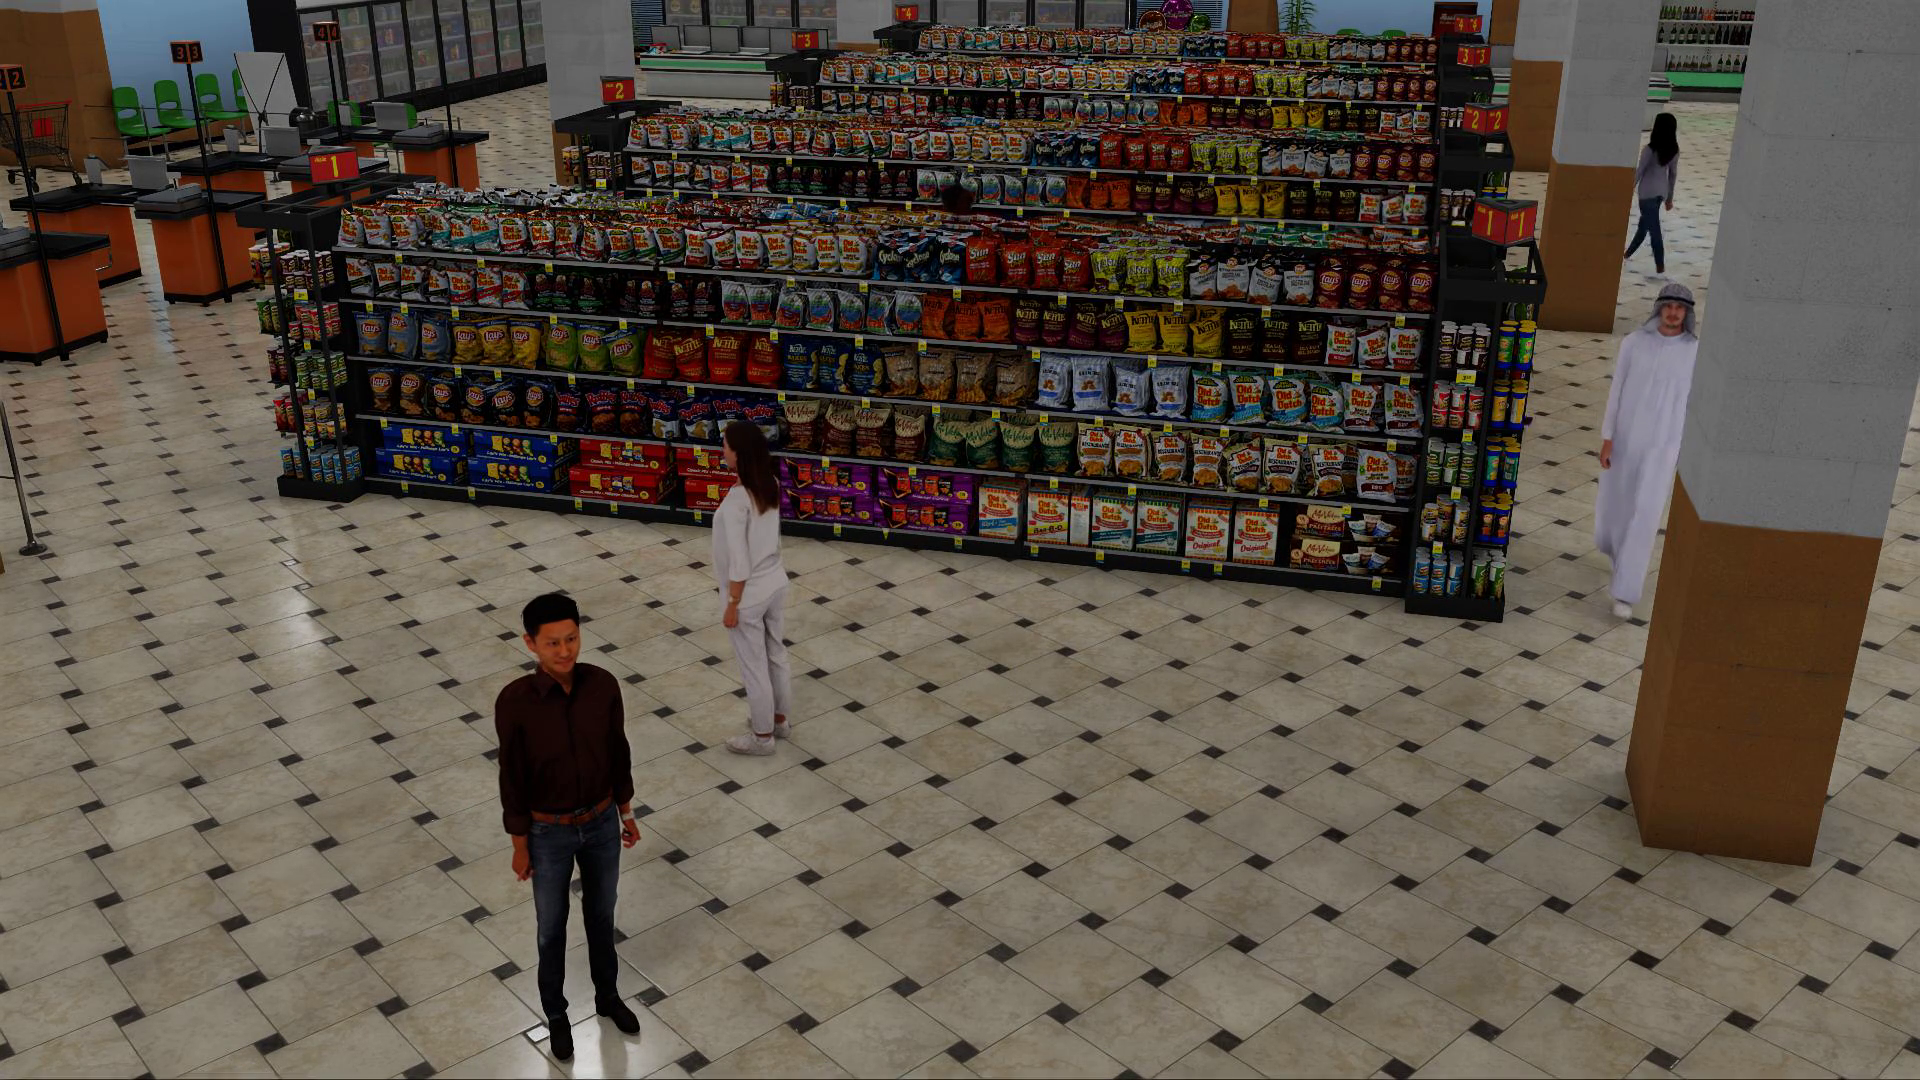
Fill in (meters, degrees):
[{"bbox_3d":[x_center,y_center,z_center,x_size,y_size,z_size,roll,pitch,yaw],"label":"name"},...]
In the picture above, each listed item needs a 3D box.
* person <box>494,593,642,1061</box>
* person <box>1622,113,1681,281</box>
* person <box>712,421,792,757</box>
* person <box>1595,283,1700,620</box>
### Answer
[{"bbox_3d":[-1.402,1.011,5.962,0.712,1.782,0.753,-14,26,-31],"label":"person"},{"bbox_3d":[7.347,-3.565,17.469,1.141,1.693,1.131,-9,24,-22],"label":"person"},{"bbox_3d":[-0.991,0.233,8.024,0.553,1.689,0.623,8,23,20],"label":"person"},{"bbox_3d":[3.999,-0.572,9.753,1.252,1.892,0.889,10,24,24],"label":"person"}]
